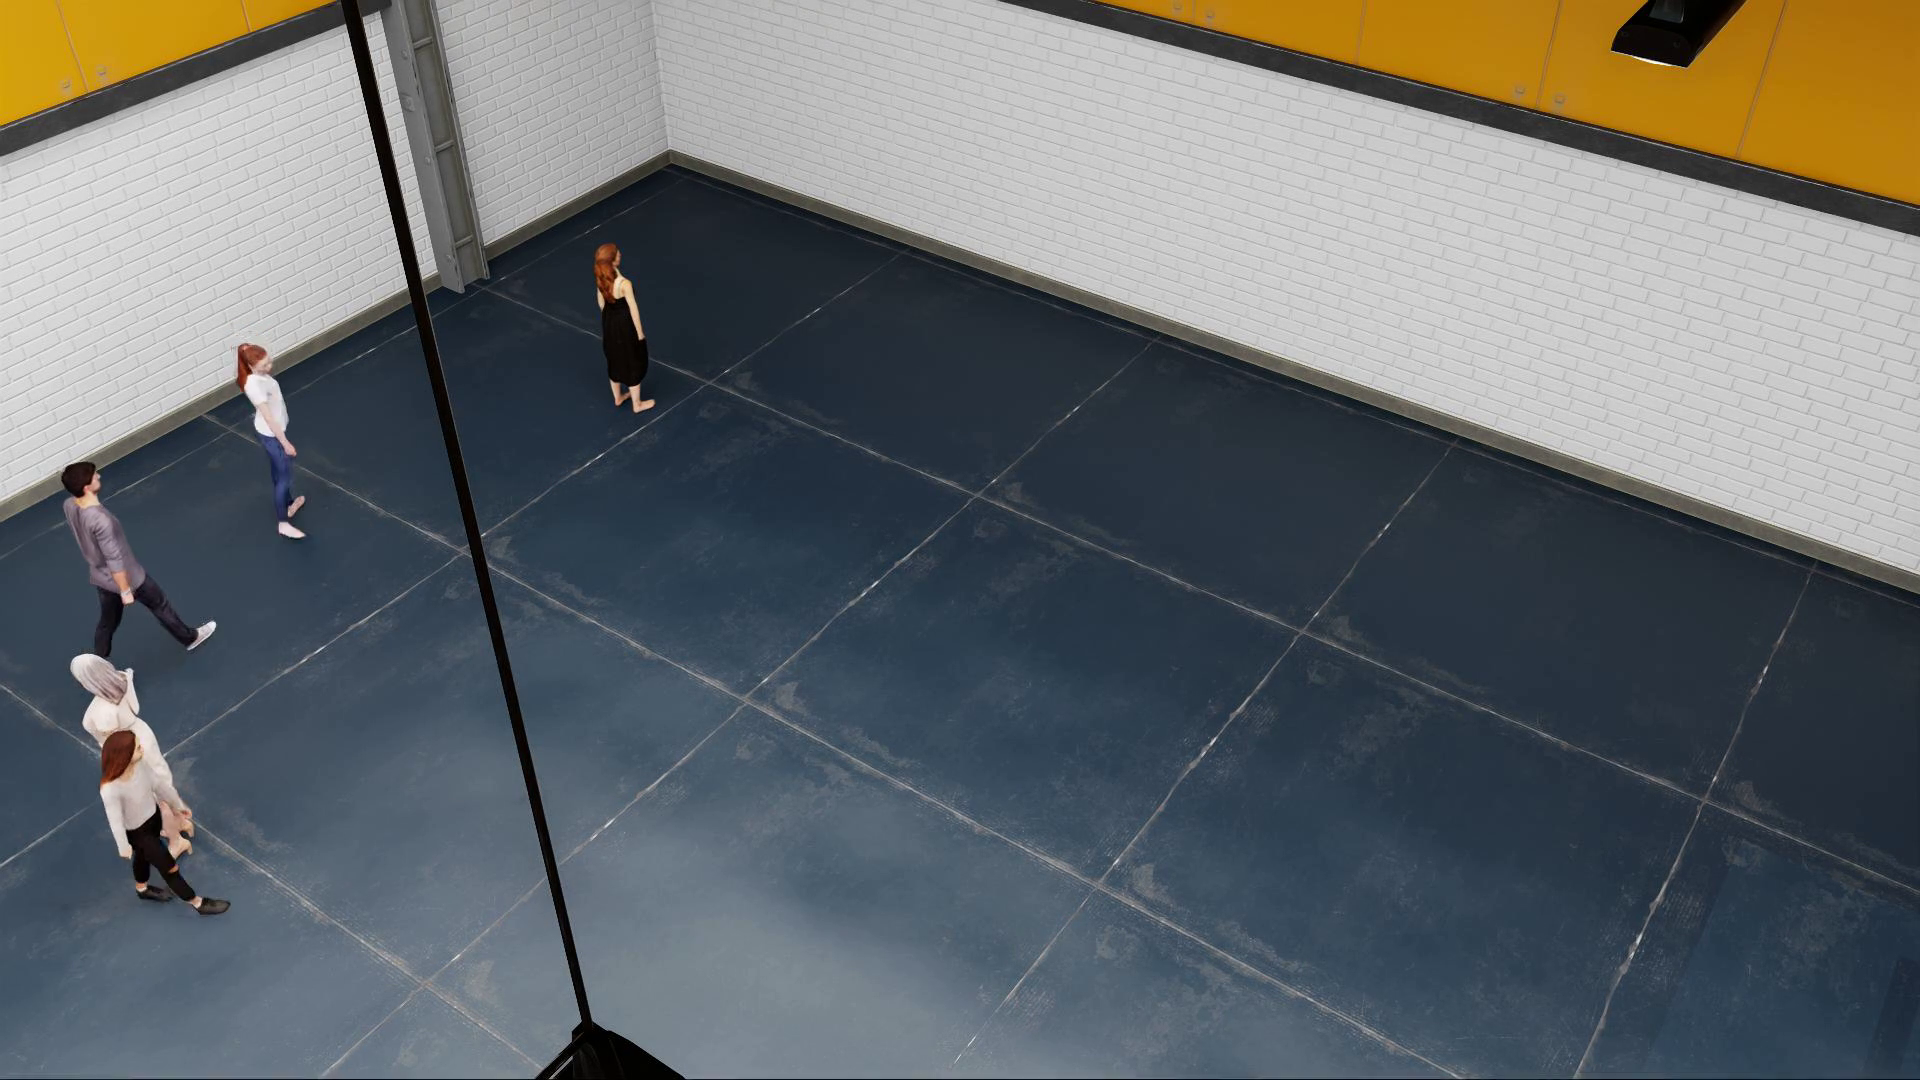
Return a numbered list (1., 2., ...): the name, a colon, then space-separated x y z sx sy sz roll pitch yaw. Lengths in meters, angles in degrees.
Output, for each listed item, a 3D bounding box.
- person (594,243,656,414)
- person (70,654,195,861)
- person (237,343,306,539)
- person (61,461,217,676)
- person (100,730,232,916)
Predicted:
1. person: -2.980 -1.864 14.543 0.575 1.624 0.557 22 44 25
2. person: -5.159 1.355 10.422 0.752 1.736 0.685 -5 39 -6
3. person: -5.488 -0.870 13.212 0.824 1.732 0.761 31 48 33
4. person: -6.021 0.287 11.703 0.696 1.807 1.135 24 44 27
5. person: -5.071 1.743 10.171 0.892 1.444 0.922 3 39 3
